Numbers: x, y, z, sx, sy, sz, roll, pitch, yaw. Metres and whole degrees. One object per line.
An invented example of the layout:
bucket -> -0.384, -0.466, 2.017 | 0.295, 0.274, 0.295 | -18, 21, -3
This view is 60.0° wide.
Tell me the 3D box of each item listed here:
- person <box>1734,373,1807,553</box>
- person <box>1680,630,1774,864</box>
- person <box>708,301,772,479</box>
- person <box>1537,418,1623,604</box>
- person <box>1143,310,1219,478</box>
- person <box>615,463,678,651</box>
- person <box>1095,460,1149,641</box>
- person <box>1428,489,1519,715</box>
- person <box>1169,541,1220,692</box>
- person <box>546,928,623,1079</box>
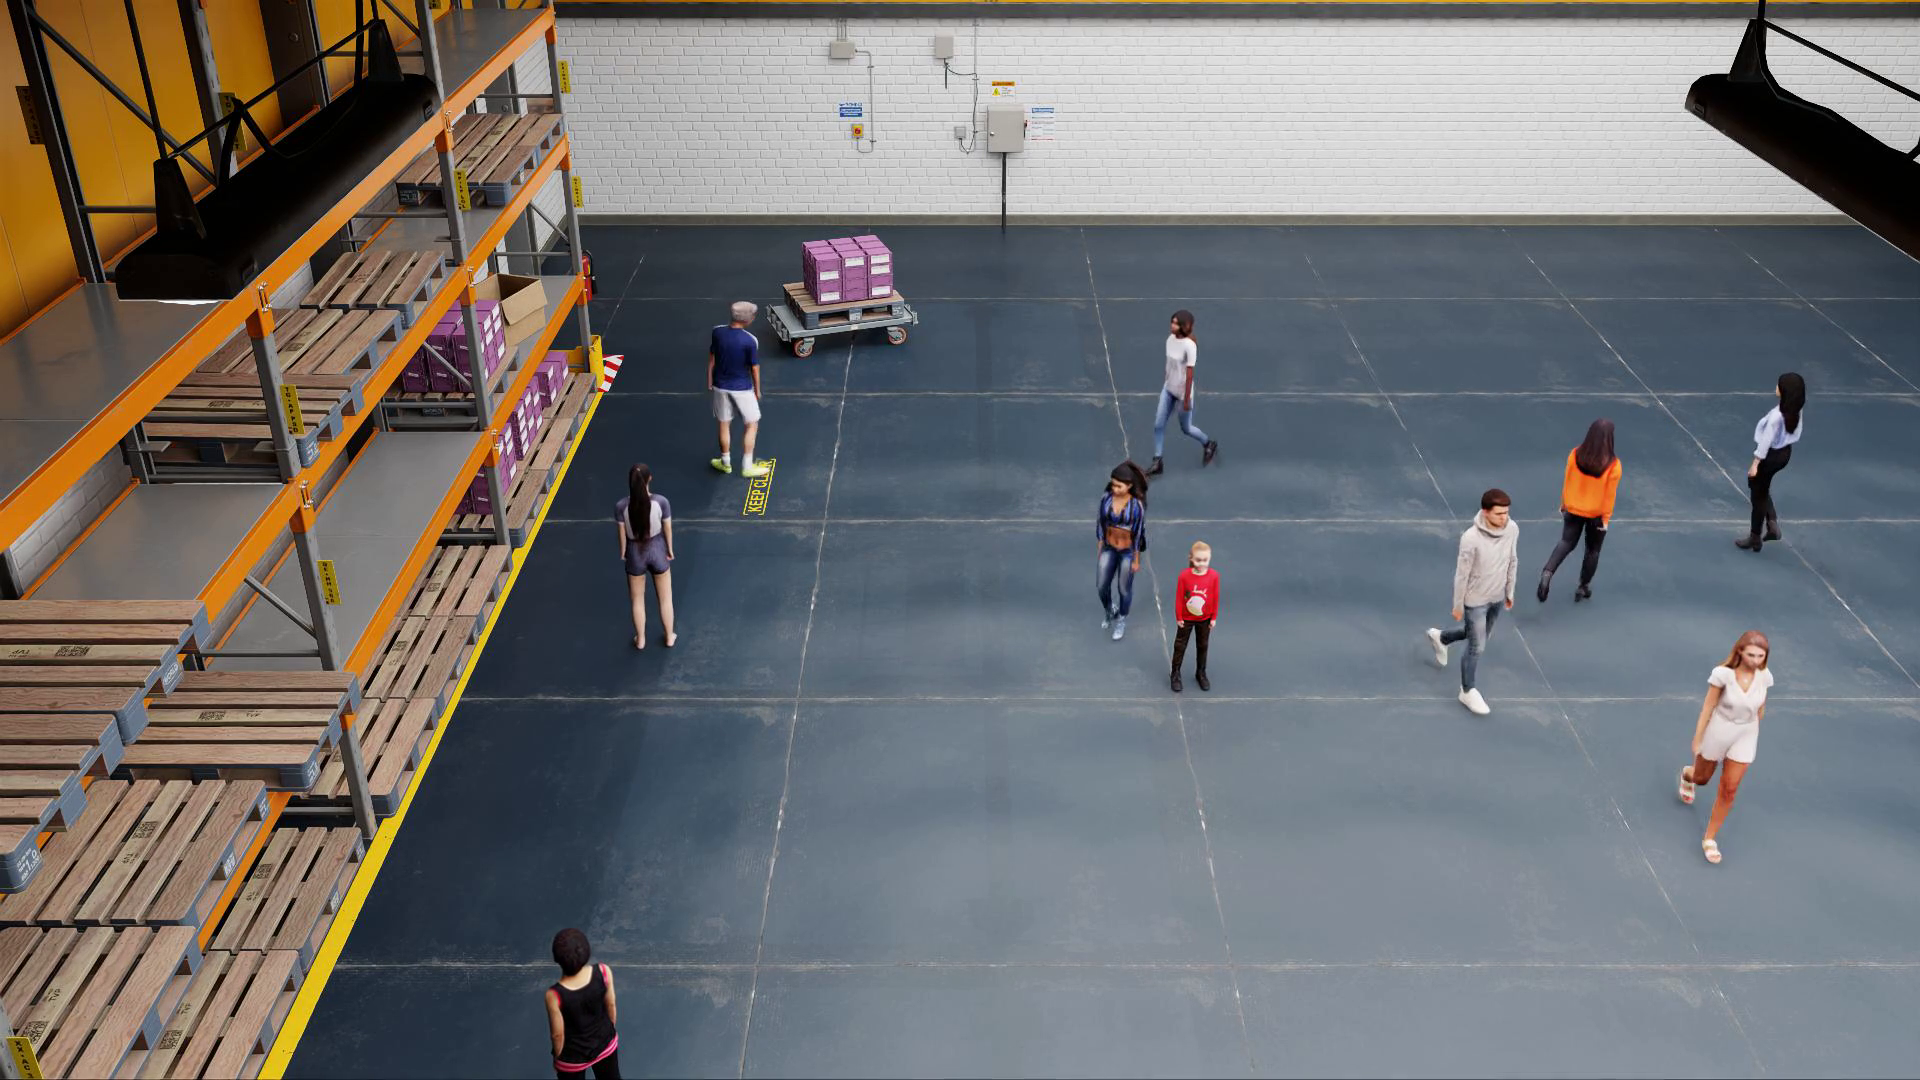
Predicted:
person -> 7.314, -0.651, 14.821 | 0.816, 1.734, 0.868 | -21, 35, -33
person -> 5.191, 1.306, 11.295 | 0.655, 1.675, 1.032 | 3, 29, 6
person -> -2.268, -1.481, 16.279 | 0.870, 1.795, 0.662 | -1, 29, -1
person -> 5.218, -0.192, 13.982 | 1.046, 1.732, 1.000 | -24, 36, -36
person -> 2.209, -1.434, 16.302 | 1.020, 1.690, 1.102 | -17, 33, -28
person -> -2.534, 0.137, 13.466 | 0.633, 1.648, 0.583 | -7, 29, -12
person -> 1.351, 0.070, 13.625 | 0.715, 1.613, 0.735 | 14, 31, 23
person -> 3.963, 0.393, 12.802 | 0.983, 1.834, 1.172 | -14, 32, -24
person -> 1.843, 0.588, 13.023 | 0.494, 1.281, 0.491 | -2, 29, -4
person -> -2.004, 2.686, 8.891 | 0.620, 1.553, 0.669 | -22, 36, -35
